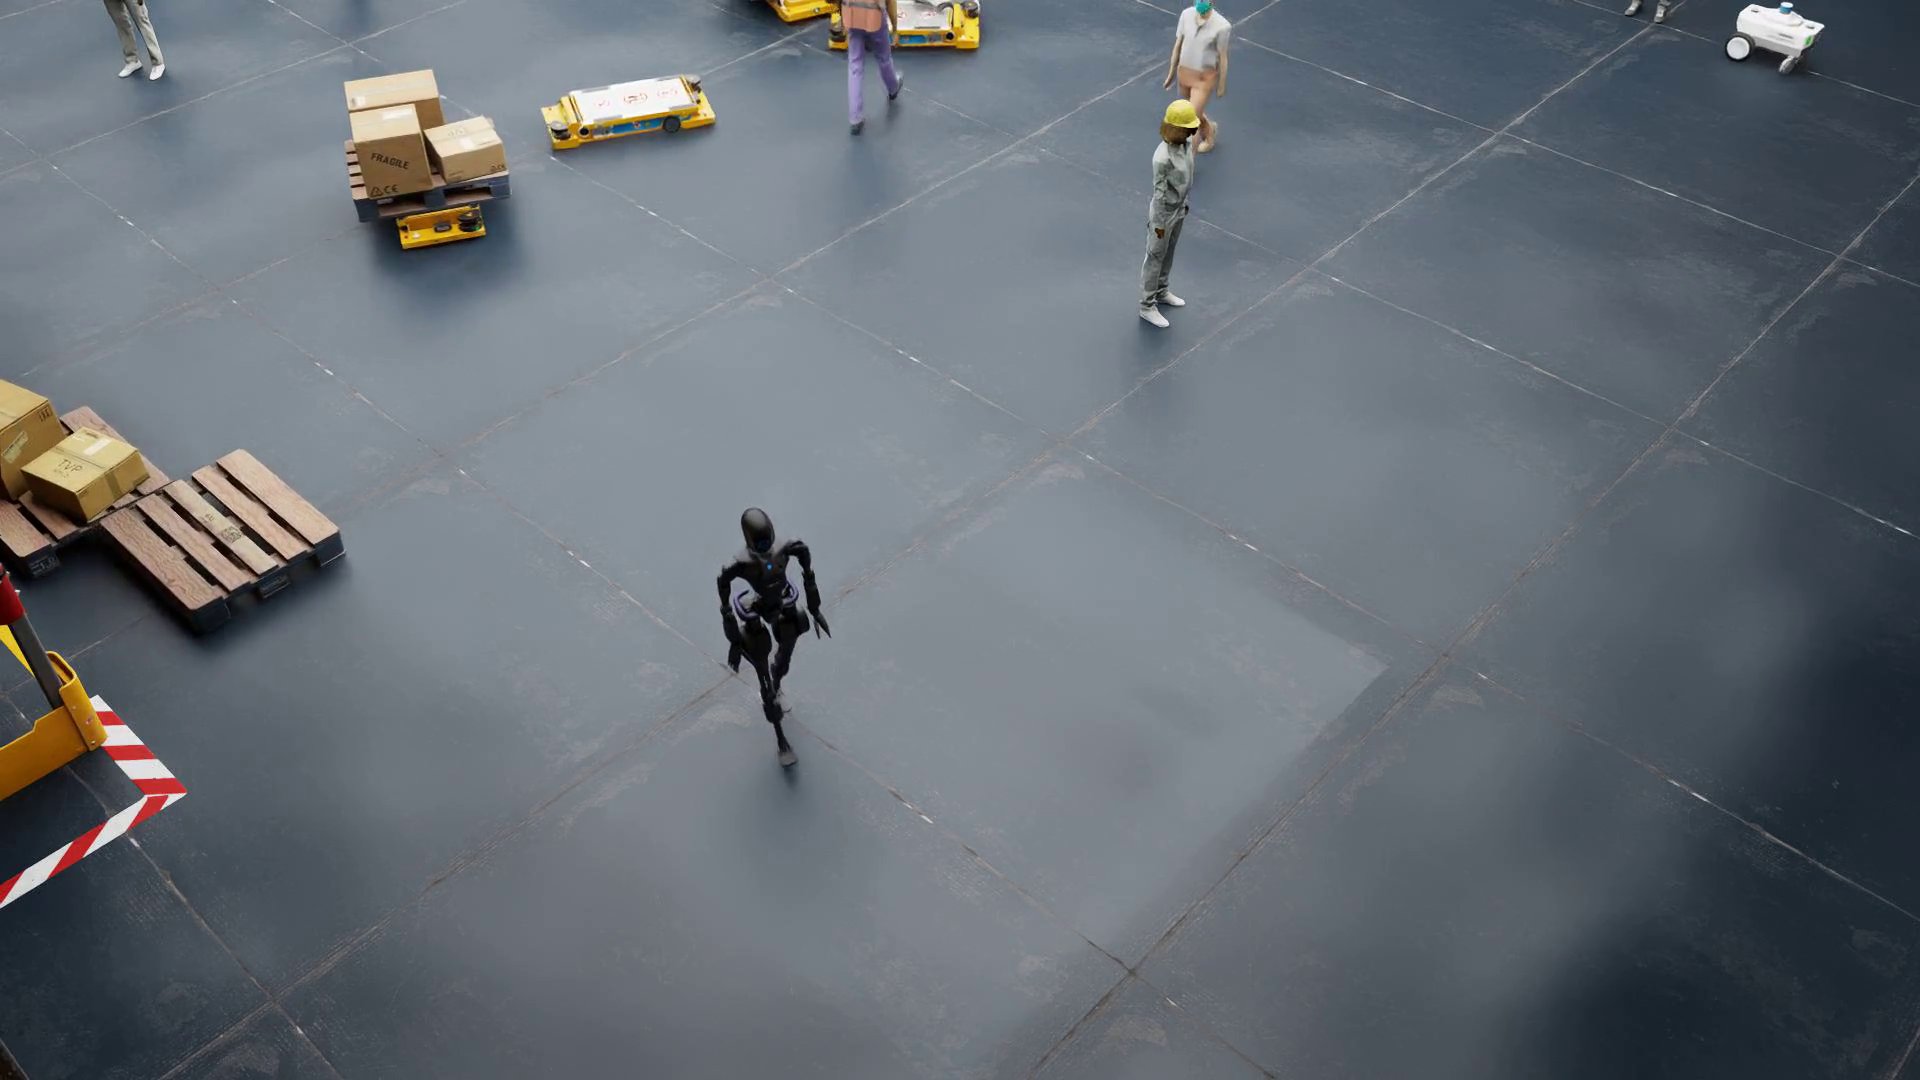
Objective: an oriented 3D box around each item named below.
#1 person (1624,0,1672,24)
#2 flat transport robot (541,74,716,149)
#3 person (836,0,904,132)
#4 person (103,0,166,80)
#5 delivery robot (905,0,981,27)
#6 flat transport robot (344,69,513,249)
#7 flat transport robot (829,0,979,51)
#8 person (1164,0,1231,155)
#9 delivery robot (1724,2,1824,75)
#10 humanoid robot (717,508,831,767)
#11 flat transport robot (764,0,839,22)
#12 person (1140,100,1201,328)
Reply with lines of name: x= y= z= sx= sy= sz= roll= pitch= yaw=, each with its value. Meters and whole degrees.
person: x=6.803 y=-5.905 z=15.924 sx=0.565 sy=1.833 sz=0.394 roll=21 pitch=46 yaw=22
flat transport robot: x=-2.947 y=-3.803 z=14.753 sx=1.431 sy=0.231 sz=0.659 roll=-14 pitch=44 yaw=-15
person: x=-0.766 y=-4.527 z=14.418 sx=0.602 sy=1.798 sz=0.971 roll=9 pitch=43 yaw=10
person: x=-7.600 y=-4.967 z=15.020 sx=0.514 sy=1.639 sz=0.313 roll=10 pitch=43 yaw=11
delivery robot: x=-0.127 y=-5.360 z=16.259 sx=0.752 sy=0.580 sz=0.514 roll=-30 pitch=50 yaw=-29
flat transport robot: x=-4.344 y=-2.875 z=13.722 sx=0.659 sy=0.231 sz=1.431 roll=-13 pitch=44 yaw=-14
flat transport robot: x=-0.536 y=-4.962 z=16.042 sx=1.431 sy=0.231 sz=0.659 roll=0 pitch=42 yaw=0
person: x=1.978 y=-3.842 z=13.716 sx=0.474 sy=1.718 sz=0.797 roll=29 pitch=49 yaw=28
delivery robot: x=7.612 y=-4.732 z=15.584 sx=0.782 sy=0.610 sz=0.524 roll=31 pitch=50 yaw=30
humanoid robot: x=-0.976 y=0.471 z=8.971 sx=0.595 sy=1.632 sz=0.722 roll=-21 pitch=46 yaw=-22
flat transport robot: x=-1.768 y=-5.639 z=16.794 sx=0.659 sy=0.231 sz=1.431 roll=-21 pitch=46 yaw=-22
person: x=1.537 y=-2.388 z=12.077 sx=0.293 sy=1.744 sz=0.484 roll=21 pitch=46 yaw=22
